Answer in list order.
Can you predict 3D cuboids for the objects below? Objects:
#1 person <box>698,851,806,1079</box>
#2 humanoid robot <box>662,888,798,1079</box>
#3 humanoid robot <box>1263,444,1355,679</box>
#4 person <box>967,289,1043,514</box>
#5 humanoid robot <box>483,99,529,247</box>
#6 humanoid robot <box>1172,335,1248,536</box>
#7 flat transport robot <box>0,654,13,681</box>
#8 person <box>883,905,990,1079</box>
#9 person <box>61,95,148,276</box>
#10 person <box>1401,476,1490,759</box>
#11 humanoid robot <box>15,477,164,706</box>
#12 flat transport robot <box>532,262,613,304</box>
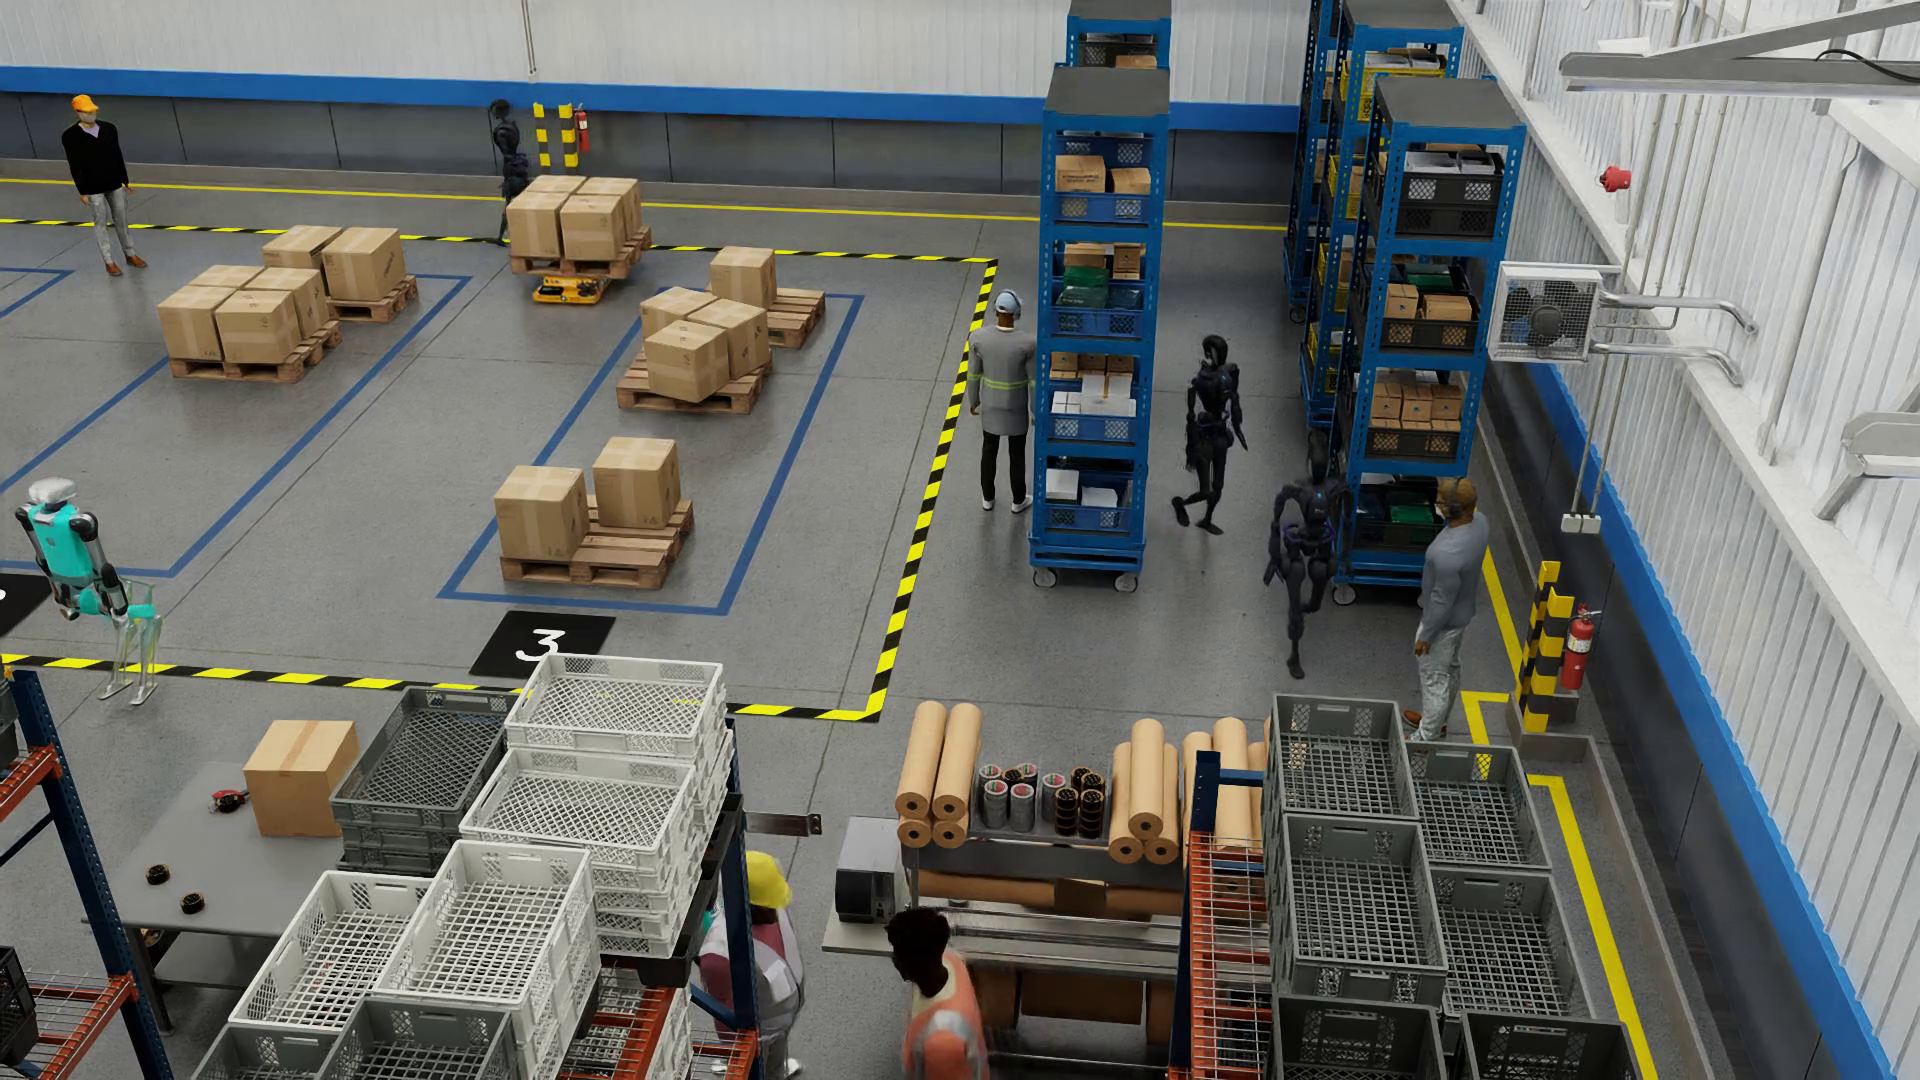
[{"bbox_3d":[-0.888,2.127,7.473,0.403,1.824,0.588,11,32,18],"label":"person"},{"bbox_3d":[-1.026,1.936,7.871,0.857,1.738,0.566,-14,33,-22],"label":"humanoid robot"},{"bbox_3d":[2.345,0.076,11.194,0.601,1.652,0.748,-1,30,-2],"label":"humanoid robot"},{"bbox_3d":[0.360,-1.081,12.956,0.598,1.850,0.385,8,31,13],"label":"person"},{"bbox_3d":[-4.920,-4.023,18.216,0.760,1.621,0.584,-2,30,-4],"label":"humanoid robot"},{"bbox_3d":[1.908,-0.800,12.652,0.583,1.649,0.392,-23,37,-34],"label":"humanoid robot"},{"bbox_3d":[-7.142,0.969,11.010,1.431,0.231,0.659,3,30,6],"label":"flat transport robot"},{"bbox_3d":[-0.145,2.341,6.999,0.675,1.930,0.611,-6,31,-10],"label":"person"},{"bbox_3d":[-9.003,-3.734,17.484,0.361,1.884,0.587,19,35,30],"label":"person"},{"bbox_3d":[2.956,0.474,10.205,0.373,1.935,0.628,17,34,27],"label":"person"},{"bbox_3d":[-5.441,0.259,10.635,0.533,1.677,0.735,8,31,14],"label":"humanoid robot"},{"bbox_3d":[-3.967,-2.856,17.552,0.652,0.197,1.431,3,30,6],"label":"flat transport robot"}]
